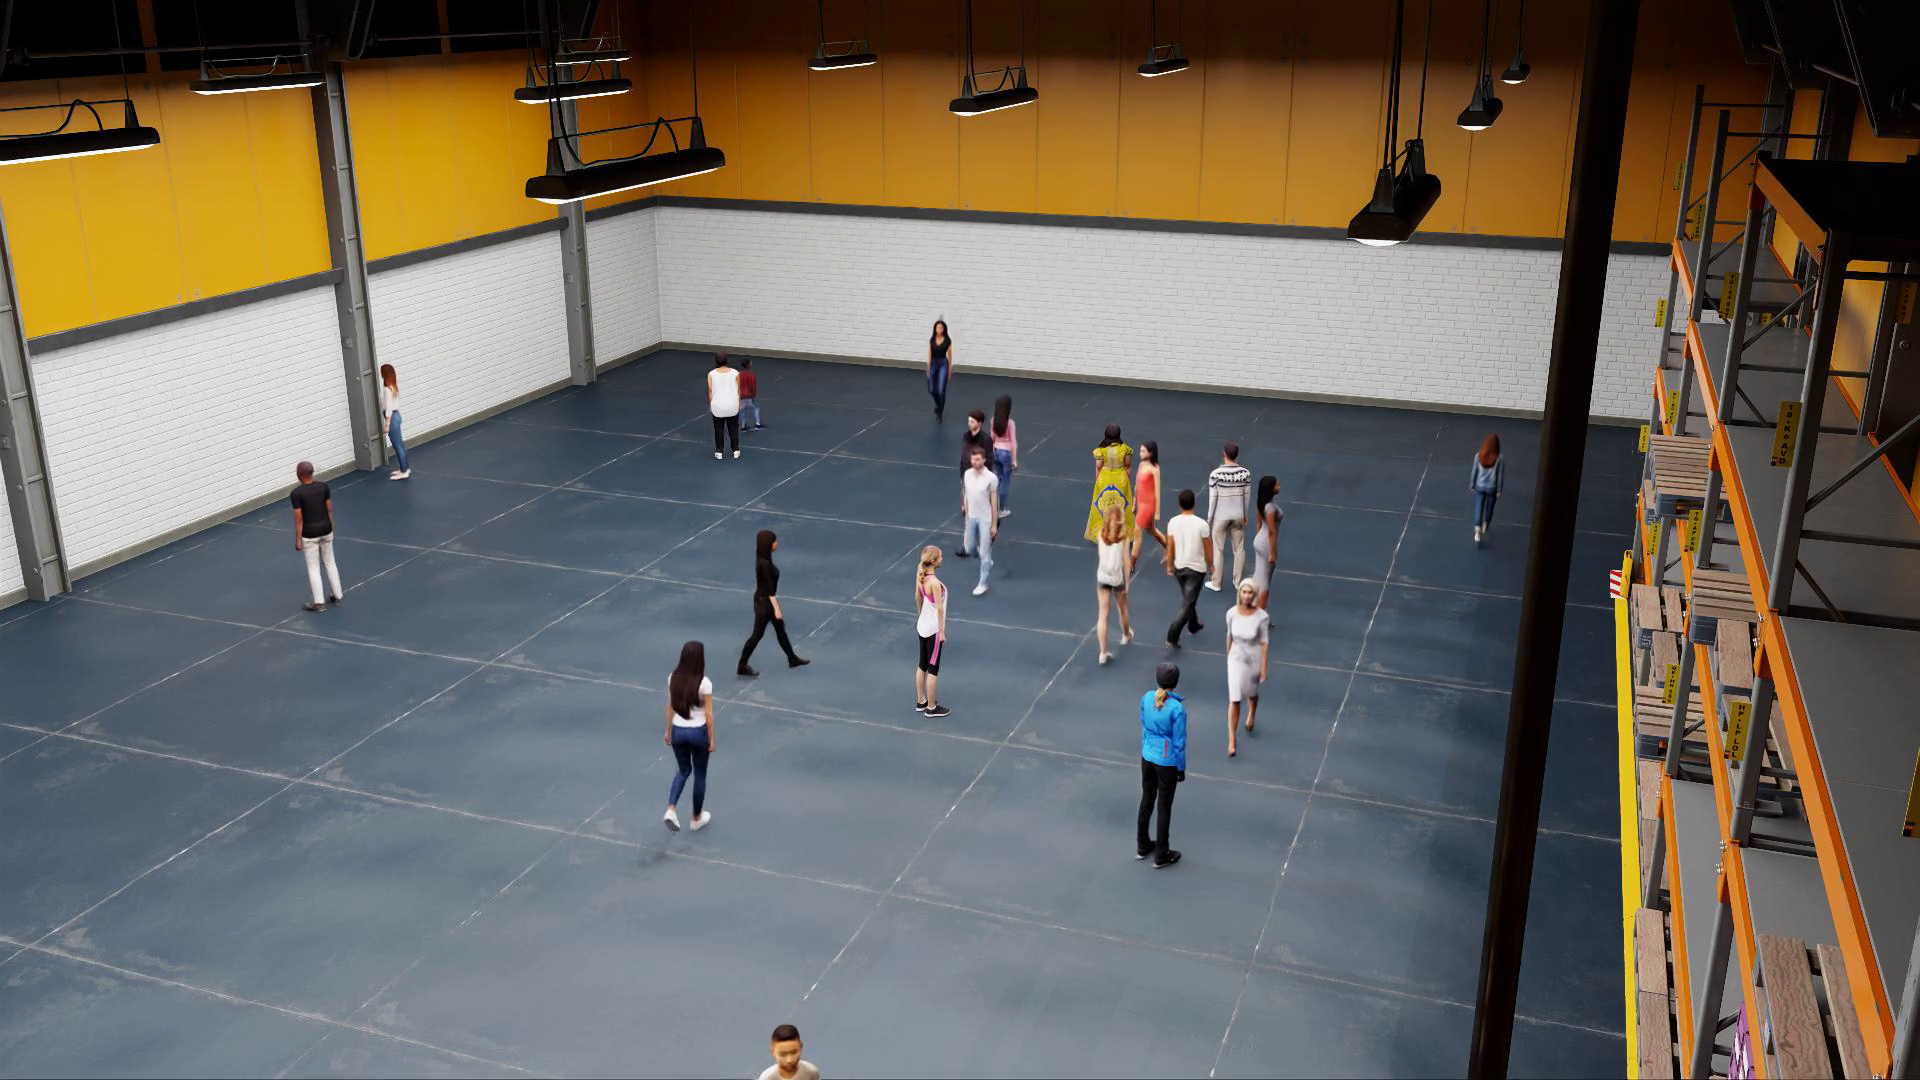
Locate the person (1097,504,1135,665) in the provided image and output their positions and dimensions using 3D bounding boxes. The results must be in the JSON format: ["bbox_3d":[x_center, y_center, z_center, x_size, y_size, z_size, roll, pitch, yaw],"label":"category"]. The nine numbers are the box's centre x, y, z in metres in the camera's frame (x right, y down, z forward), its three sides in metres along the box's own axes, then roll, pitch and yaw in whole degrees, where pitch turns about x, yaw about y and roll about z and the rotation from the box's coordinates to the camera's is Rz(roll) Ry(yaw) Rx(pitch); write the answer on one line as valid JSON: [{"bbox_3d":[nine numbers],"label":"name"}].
[{"bbox_3d":[1.604,0.509,18.033,0.591,1.725,1.033,8,20,22],"label":"person"}]

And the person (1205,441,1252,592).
[{"bbox_3d":[3.262,-0.289,20.187,0.770,1.862,0.765,-3,19,-10],"label":"person"}]

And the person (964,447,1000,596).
[{"bbox_3d":[0.309,-0.256,20.133,0.772,1.834,0.890,12,22,31],"label":"person"}]

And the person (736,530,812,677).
[{"bbox_3d":[-2.138,0.707,17.641,0.952,1.599,1.054,-3,19,-8],"label":"person"}]

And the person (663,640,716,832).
[{"bbox_3d":[-2.375,1.747,14.312,0.644,1.753,0.828,9,20,24],"label":"person"}]

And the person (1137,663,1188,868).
[{"bbox_3d":[1.674,1.863,13.899,0.684,1.797,0.687,-16,24,-39],"label":"person"}]

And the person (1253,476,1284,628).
[{"bbox_3d":[3.504,0.116,19.112,0.720,1.781,0.612,-3,19,-8],"label":"person"}]

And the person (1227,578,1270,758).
[{"bbox_3d":[2.780,1.180,16.064,0.630,1.709,1.098,5,19,15],"label":"person"}]

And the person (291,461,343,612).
[{"bbox_3d":[-7.590,-0.060,19.598,0.790,1.803,0.630,14,23,35],"label":"person"}]

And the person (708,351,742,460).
[{"bbox_3d":[-3.669,-2.112,25.872,0.762,1.688,0.781,-4,19,-11],"label":"person"}]

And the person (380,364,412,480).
[{"bbox_3d":[-8.451,-1.785,24.840,0.715,1.728,0.605,-3,19,-9],"label":"person"}]

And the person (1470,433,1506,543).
[{"bbox_3d":[6.935,-0.660,21.937,0.613,1.447,1.028,8,20,22],"label":"person"}]

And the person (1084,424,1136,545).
[{"bbox_3d":[1.994,-0.721,21.787,0.971,1.660,0.948,-1,19,-3],"label":"person"}]

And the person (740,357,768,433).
[{"bbox_3d":[-3.532,-2.374,27.348,0.598,1.243,0.718,13,23,33],"label":"person"}]

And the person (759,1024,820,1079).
[{"bbox_3d":[-1.010,3.449,9.729,0.651,1.453,0.696,-6,19,-16],"label":"person"}]

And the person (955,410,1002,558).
[{"bbox_3d":[0.255,-0.748,21.479,1.184,1.907,1.007,-17,25,-40],"label":"person"}]

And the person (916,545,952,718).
[{"bbox_3d":[-0.304,0.905,16.759,0.725,1.787,0.685,-10,21,-28],"label":"person"}]

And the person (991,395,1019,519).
[{"bbox_3d":[0.536,-1.131,22.886,0.706,1.735,0.821,16,24,39],"label":"person"}]

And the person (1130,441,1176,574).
[{"bbox_3d":[2.414,-0.410,20.824,1.165,1.685,1.095,-8,20,-24],"label":"person"}]

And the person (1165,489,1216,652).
[{"bbox_3d":[2.496,0.366,18.401,0.876,1.760,1.254,13,23,34],"label":"person"}]

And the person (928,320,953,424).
[{"bbox_3d":[-0.337,-2.865,28.046,0.633,1.728,0.770,4,19,10],"label":"person"}]
